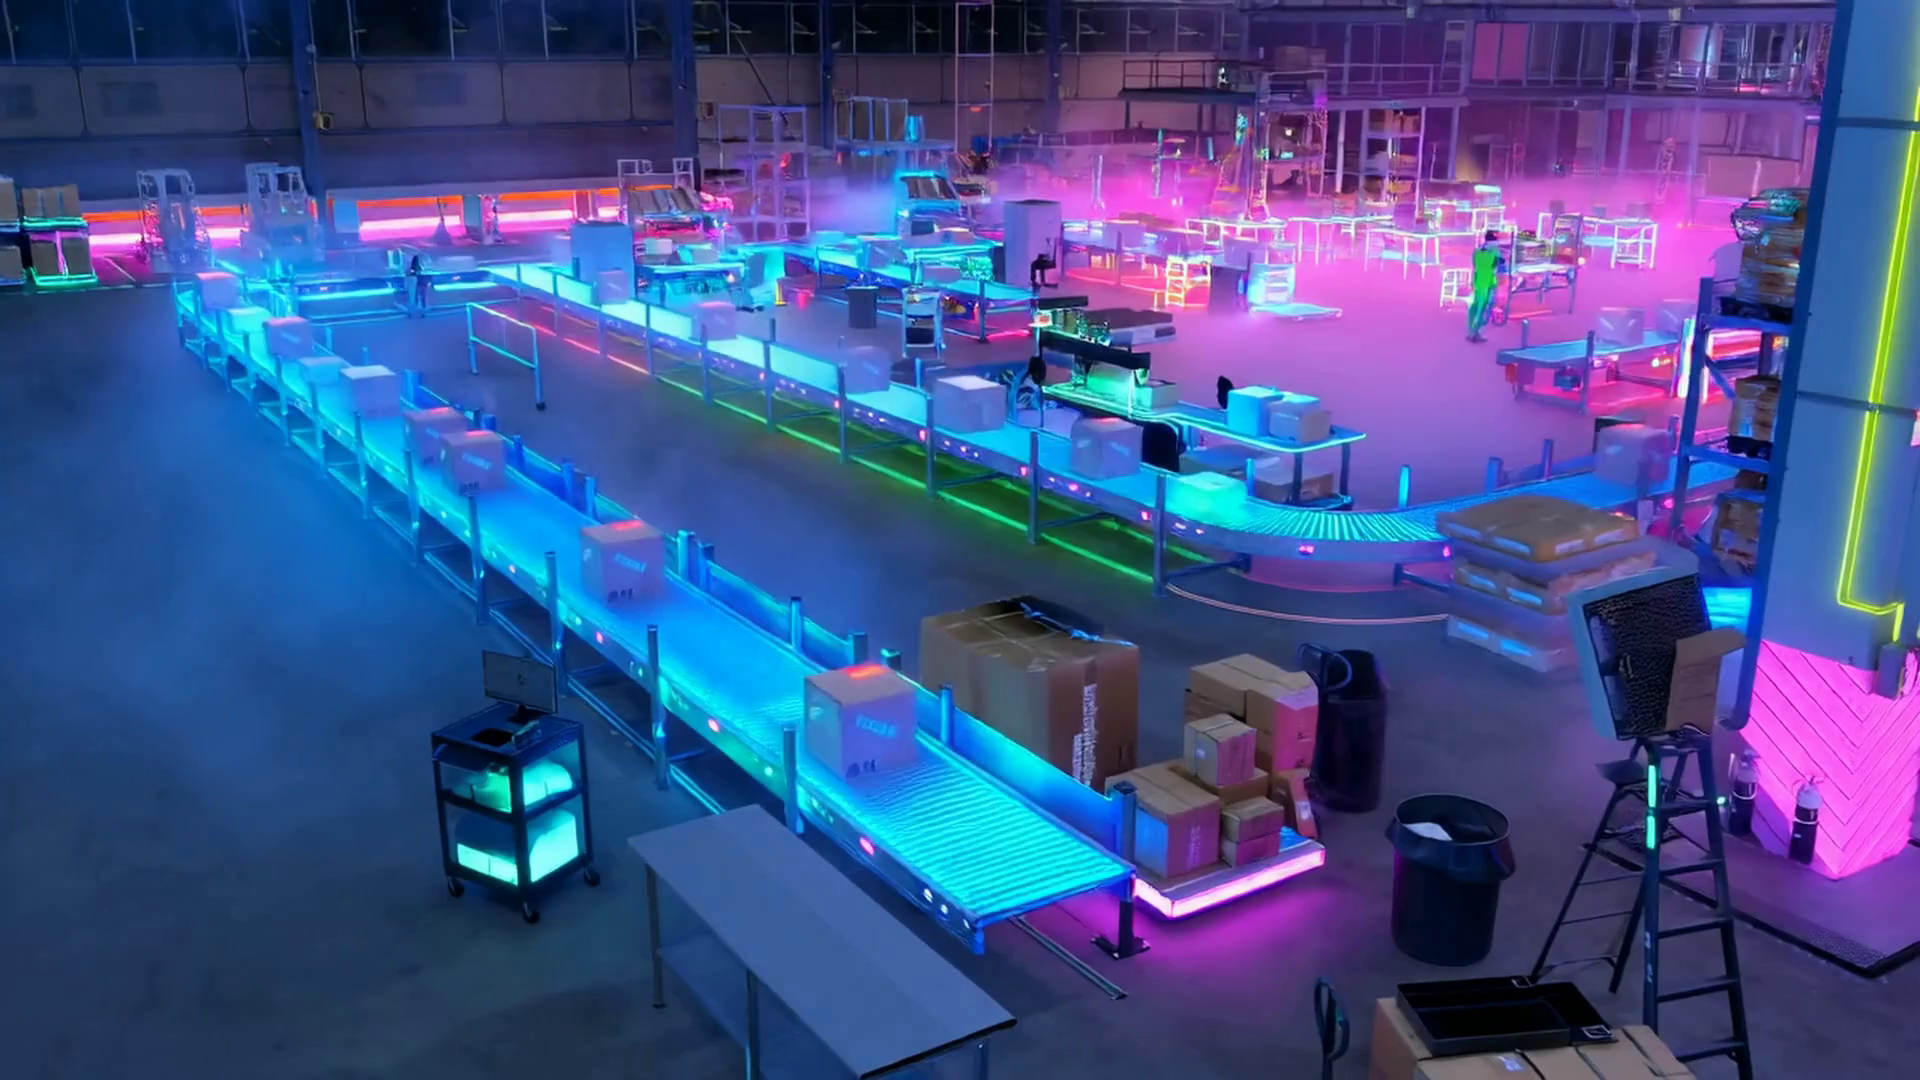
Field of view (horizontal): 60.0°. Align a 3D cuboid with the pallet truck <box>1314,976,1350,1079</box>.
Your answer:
[{"bbox_3d":[2.299,2.390,7.086,1.601,1.201,0.680,-2,17,-7],"label":"pallet truck"}]

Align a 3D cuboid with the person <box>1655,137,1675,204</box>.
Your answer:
[{"bbox_3d":[22.198,-11.612,52.279,0.606,2.045,0.389,-10,19,-29],"label":"person"}]

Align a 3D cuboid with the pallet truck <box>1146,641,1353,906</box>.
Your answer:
[{"bbox_3d":[1.664,1.407,10.232,1.630,1.274,0.653,-10,20,-31],"label":"pallet truck"}]

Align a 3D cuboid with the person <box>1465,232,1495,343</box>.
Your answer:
[{"bbox_3d":[8.858,-4.286,28.215,0.521,1.864,0.334,-10,19,-29],"label":"person"}]

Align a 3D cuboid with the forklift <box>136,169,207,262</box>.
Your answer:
[{"bbox_3d":[-17.842,-7.318,37.559,1.157,1.987,2.680,-10,20,-31],"label":"forklift"}]

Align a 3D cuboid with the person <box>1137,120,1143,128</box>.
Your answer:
[{"bbox_3d":[7.076,-15.628,65.841,0.587,1.928,0.381,-10,19,-29],"label":"person"}]

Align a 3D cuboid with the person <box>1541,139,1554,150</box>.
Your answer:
[{"bbox_3d":[22.813,-15.067,64.501,0.508,1.616,0.568,15,22,41],"label":"person"}]

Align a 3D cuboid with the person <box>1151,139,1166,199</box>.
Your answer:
[{"bbox_3d":[6.426,-12.031,53.951,0.574,1.883,0.360,-10,19,-29],"label":"person"}]

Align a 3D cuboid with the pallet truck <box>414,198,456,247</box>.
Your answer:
[{"bbox_3d":[-13.250,-8.060,41.856,0.680,1.201,1.601,-10,20,-31],"label":"pallet truck"}]

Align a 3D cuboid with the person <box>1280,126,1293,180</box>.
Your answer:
[{"bbox_3d":[11.999,-14.202,61.091,0.544,1.933,0.376,-10,19,-29],"label":"person"}]

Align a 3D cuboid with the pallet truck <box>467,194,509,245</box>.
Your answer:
[{"bbox_3d":[-11.983,-8.177,42.137,0.704,1.261,1.522,-11,20,-33],"label":"pallet truck"}]

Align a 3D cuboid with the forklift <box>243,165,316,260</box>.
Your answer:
[{"bbox_3d":[-15.898,-7.669,38.708,1.157,1.987,2.680,-11,20,-33],"label":"forklift"}]

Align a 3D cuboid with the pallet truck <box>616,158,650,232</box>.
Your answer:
[{"bbox_3d":[-8.918,-9.176,44.255,0.823,1.965,1.885,-9,19,-27],"label":"pallet truck"}]

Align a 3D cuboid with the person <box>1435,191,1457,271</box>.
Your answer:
[{"bbox_3d":[10.863,-6.890,37.052,0.524,1.764,0.329,-10,19,-29],"label":"person"}]

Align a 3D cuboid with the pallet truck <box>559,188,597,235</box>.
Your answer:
[{"bbox_3d":[-10.010,-8.652,43.699,0.653,1.274,1.630,-10,20,-31],"label":"pallet truck"}]

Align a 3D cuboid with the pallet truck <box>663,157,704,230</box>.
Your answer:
[{"bbox_3d":[-7.586,-9.308,44.692,0.823,1.965,1.885,-11,20,-33],"label":"pallet truck"}]
